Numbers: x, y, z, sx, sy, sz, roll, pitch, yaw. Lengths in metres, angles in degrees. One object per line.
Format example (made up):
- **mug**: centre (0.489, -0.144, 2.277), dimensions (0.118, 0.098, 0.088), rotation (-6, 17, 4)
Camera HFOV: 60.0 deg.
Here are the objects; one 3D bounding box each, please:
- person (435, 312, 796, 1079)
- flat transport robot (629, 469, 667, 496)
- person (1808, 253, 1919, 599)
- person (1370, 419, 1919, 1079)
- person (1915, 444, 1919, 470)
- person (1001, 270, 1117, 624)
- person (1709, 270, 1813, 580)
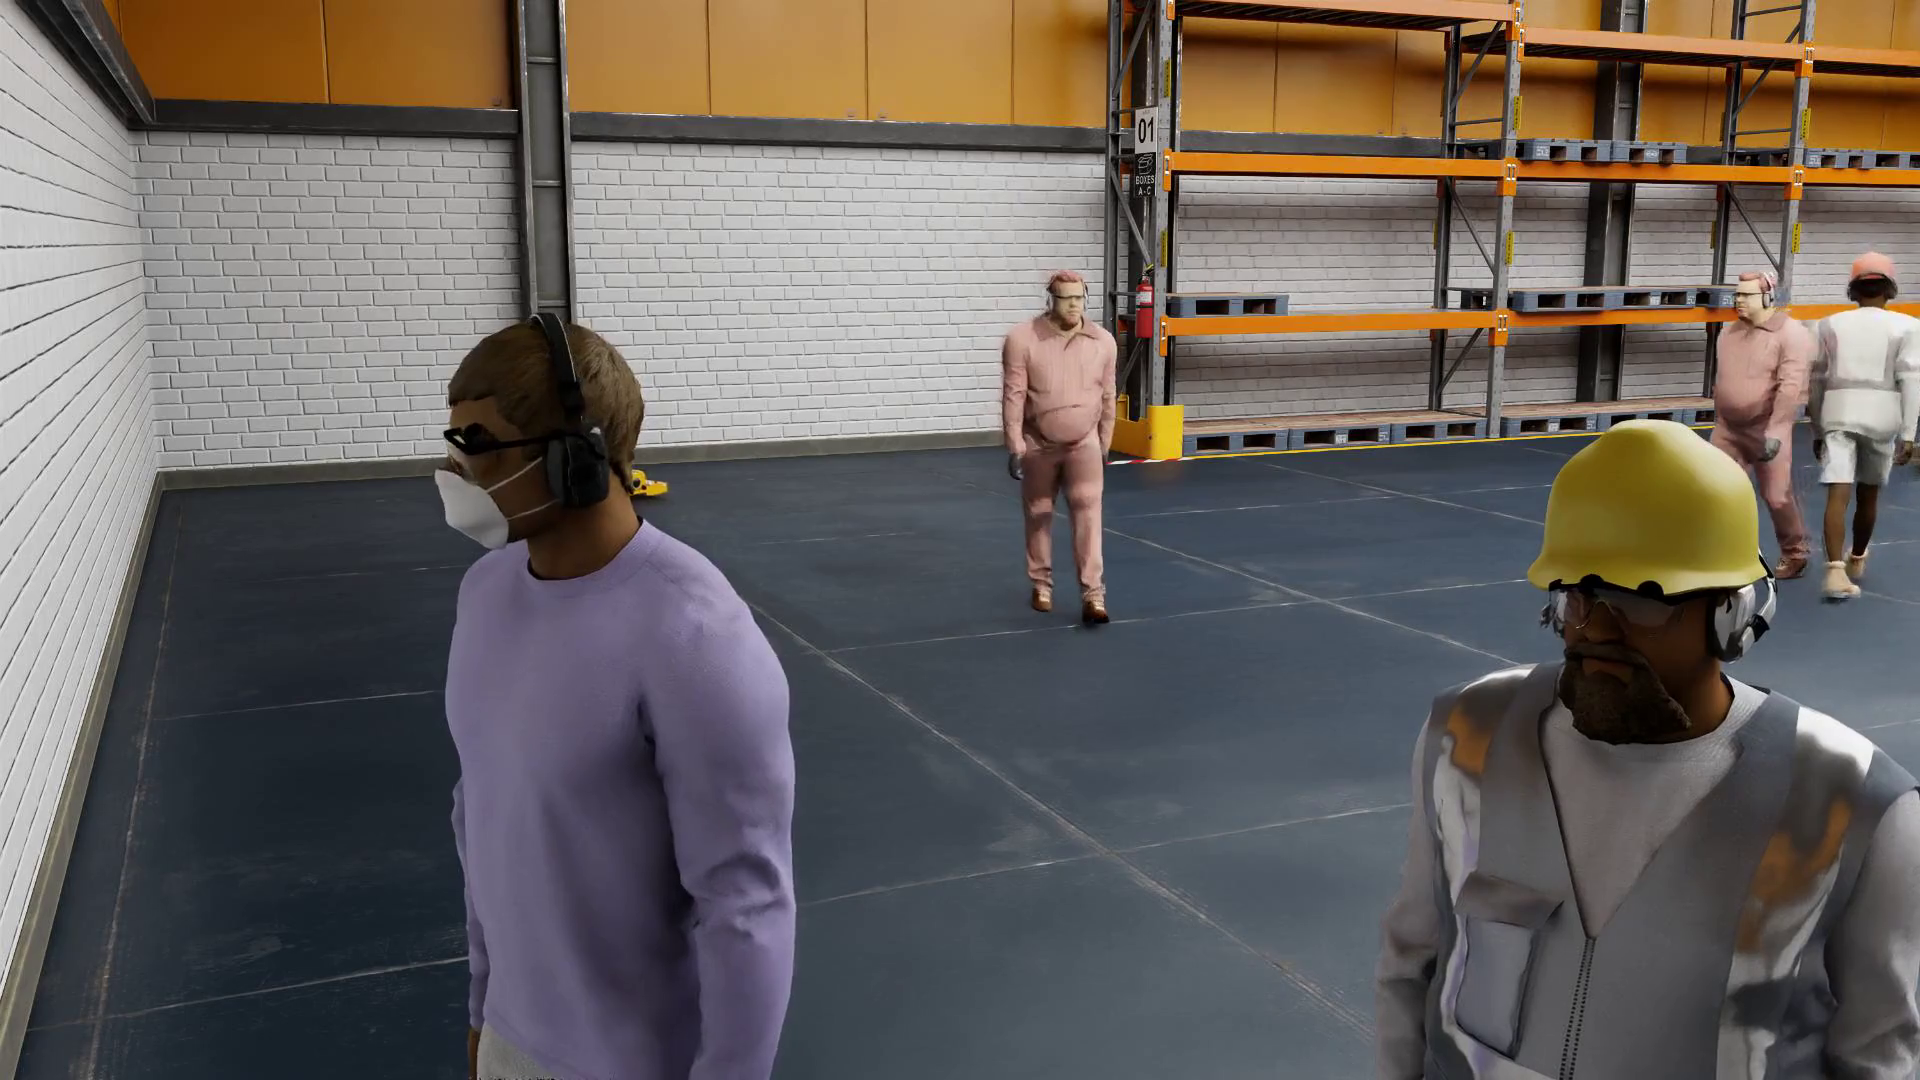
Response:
- **person**: centre (-0.463, 0.674, 2.194), dimensions (0.353, 1.936, 0.633), rotation (-10, 14, -43)
- **flat transport robot**: centre (-3.022, -0.407, 12.859), dimensions (0.652, 0.197, 1.431), rotation (8, 13, 36)
- **person**: centre (5.180, -0.653, 9.577), dimensions (0.604, 1.968, 1.081), rotation (7, 12, 33)
- **person**: centre (0.749, 0.771, 1.941), dimensions (0.600, 1.832, 0.404), rotation (8, 13, 37)
- **person**: centre (8.478, -1.410, 13.993), dimensions (0.683, 1.868, 0.582), rotation (-3, 11, -17)
- **person**: centre (0.541, -0.481, 8.838), dimensions (0.646, 1.865, 0.944), rotation (-1, 10, -6)
- **person**: centre (4.705, -0.656, 9.842), dimensions (0.963, 1.868, 0.646), rotation (-5, 12, -28)
